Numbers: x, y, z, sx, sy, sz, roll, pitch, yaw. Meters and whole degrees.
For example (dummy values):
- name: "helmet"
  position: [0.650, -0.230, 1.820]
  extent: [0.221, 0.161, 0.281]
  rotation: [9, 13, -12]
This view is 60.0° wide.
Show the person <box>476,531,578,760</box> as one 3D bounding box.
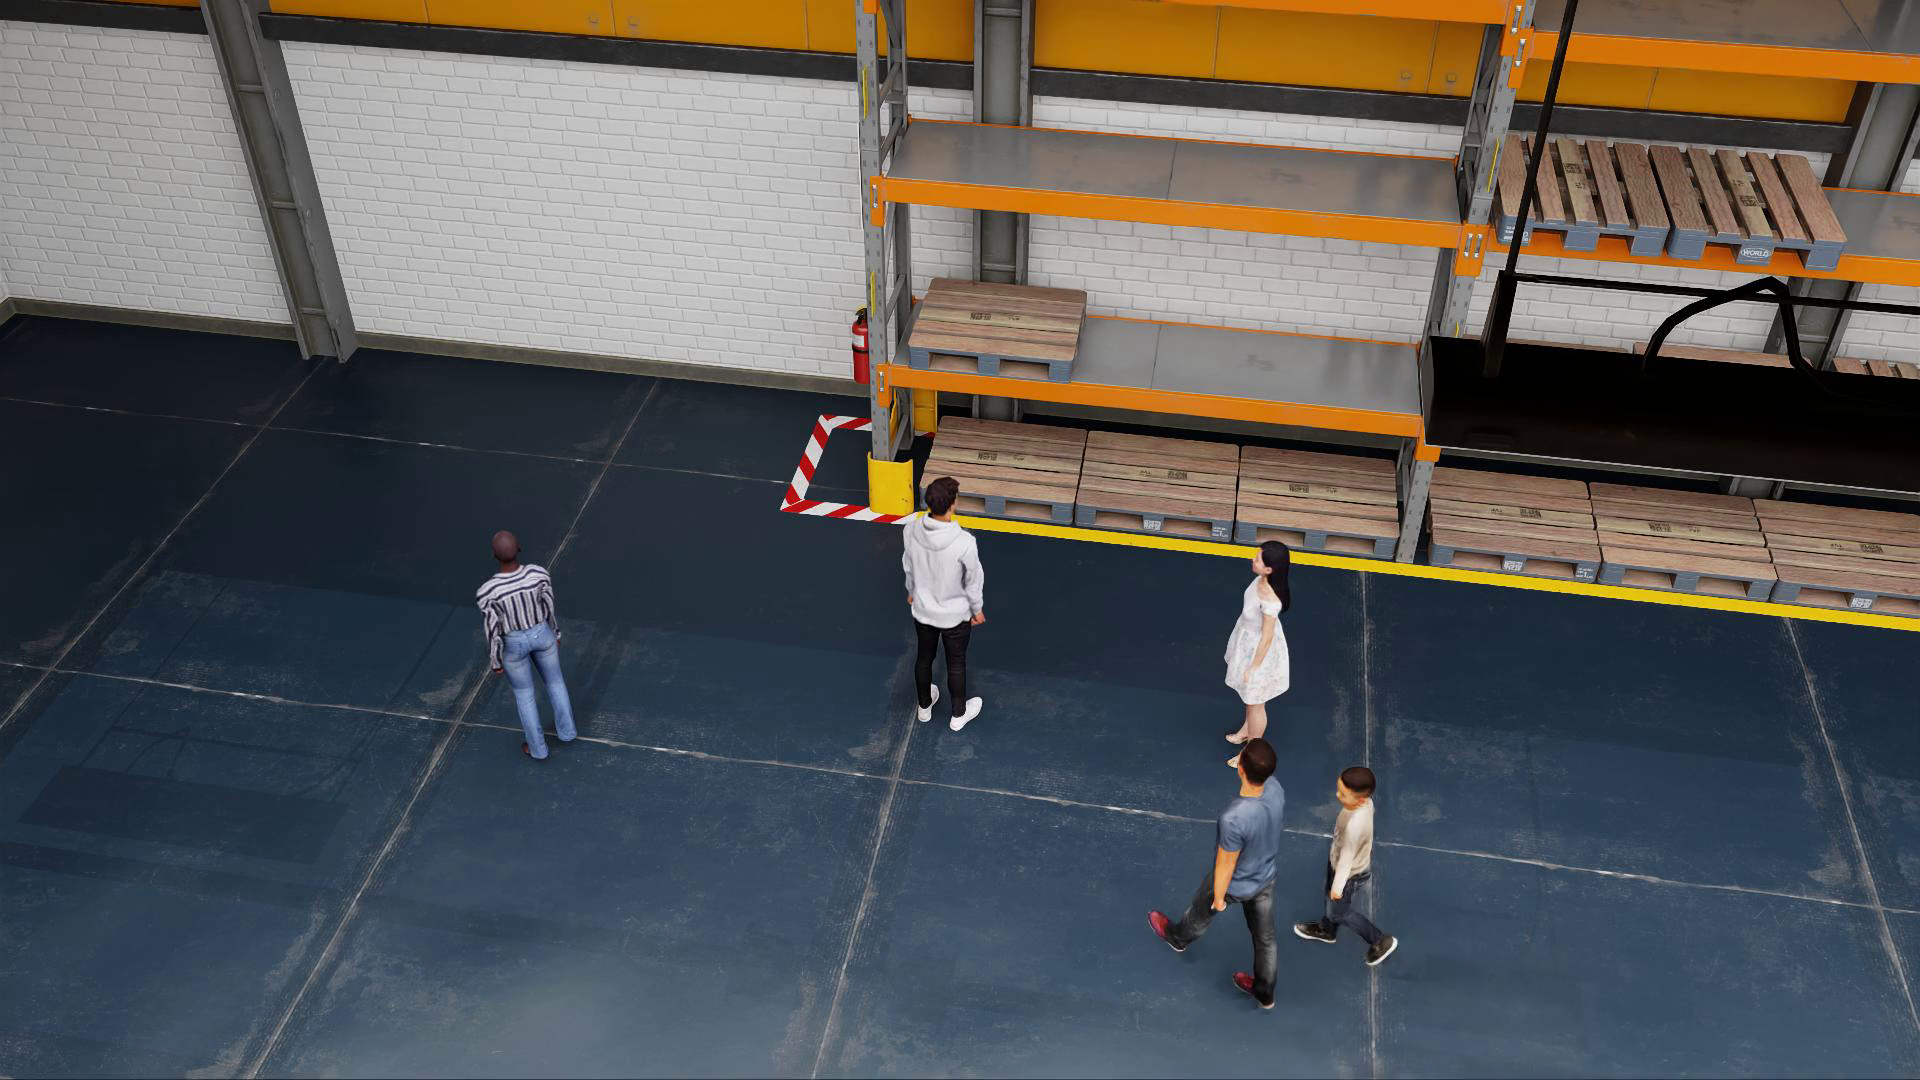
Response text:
- name: "person"
  position: [-2.702, 0.668, 10.404]
  extent: [0.692, 1.796, 0.745]
  rotation: [-25, 45, -28]

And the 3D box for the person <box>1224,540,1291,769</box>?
- name: "person"
  position: [1.855, 0.710, 10.368]
  extent: [0.631, 1.775, 0.647]
  rotation: [4, 39, 6]

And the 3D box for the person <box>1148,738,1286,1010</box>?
- name: "person"
  position: [1.605, 1.852, 8.948]
  extent: [1.074, 1.762, 1.198]
  rotation: [-30, 47, -32]

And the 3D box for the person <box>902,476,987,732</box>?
- name: "person"
  position: [-0.121, 0.414, 10.616]
  extent: [0.583, 1.929, 0.788]
  rotation: [14, 41, 17]

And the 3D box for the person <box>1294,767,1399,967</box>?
- name: "person"
  position: [2.227, 1.817, 9.239]
  extent: [0.774, 1.455, 0.575]
  rotation: [5, 39, 7]
